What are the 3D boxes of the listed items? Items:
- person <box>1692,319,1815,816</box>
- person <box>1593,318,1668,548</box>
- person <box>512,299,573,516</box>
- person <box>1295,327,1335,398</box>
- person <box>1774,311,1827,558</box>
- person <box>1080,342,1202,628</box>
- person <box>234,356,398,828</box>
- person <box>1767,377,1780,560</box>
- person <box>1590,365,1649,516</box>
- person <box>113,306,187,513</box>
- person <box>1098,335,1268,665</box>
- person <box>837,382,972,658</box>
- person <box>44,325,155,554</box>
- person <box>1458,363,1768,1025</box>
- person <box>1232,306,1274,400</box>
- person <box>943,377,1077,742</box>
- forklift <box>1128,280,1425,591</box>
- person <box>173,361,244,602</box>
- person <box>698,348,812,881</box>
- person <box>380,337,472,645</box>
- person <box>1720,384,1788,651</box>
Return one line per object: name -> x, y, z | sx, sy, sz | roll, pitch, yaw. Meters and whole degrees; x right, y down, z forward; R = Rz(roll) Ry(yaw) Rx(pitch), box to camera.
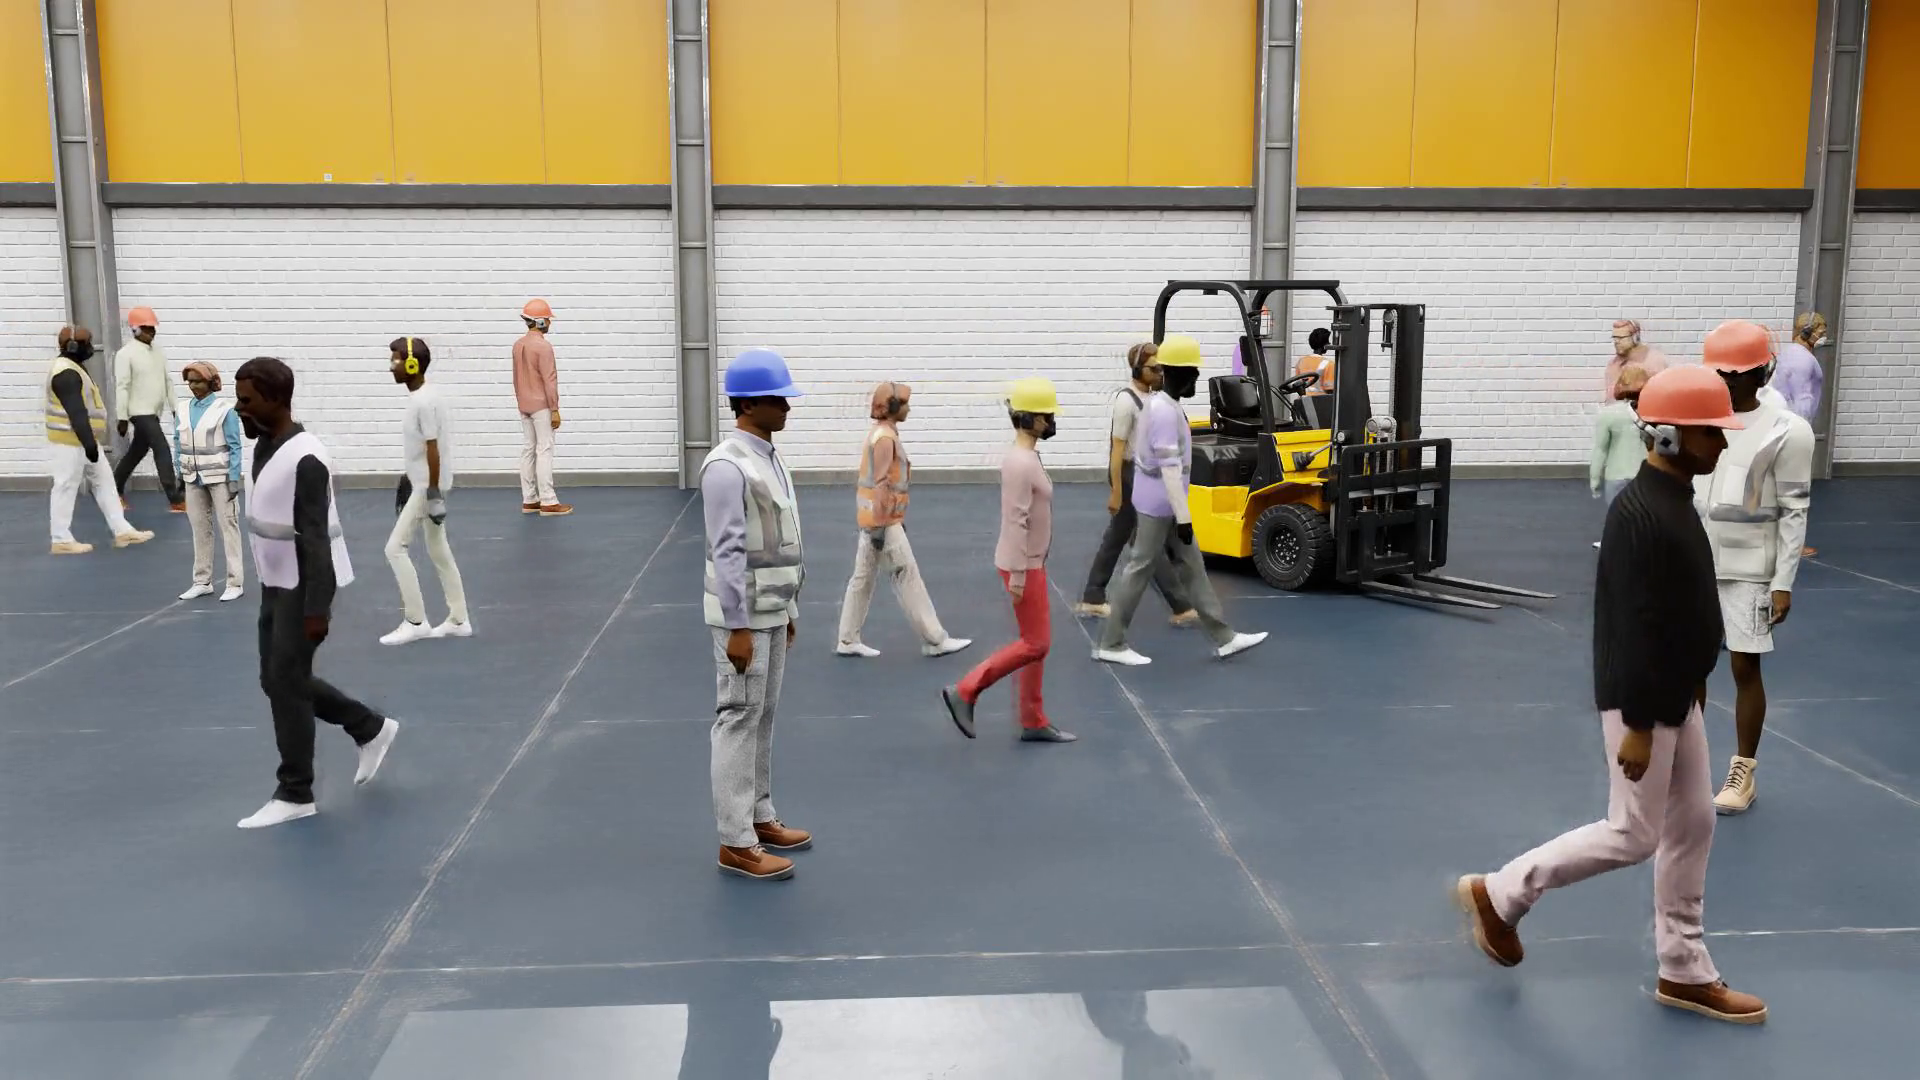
person -> 3.147, 0.114, 6.866 | 0.390, 2.034, 0.605 | -7, 11, -36
person -> 5.521, -0.855, 13.452 | 0.684, 1.875, 0.677 | -3, 9, -17
person -> -3.888, -1.225, 15.386 | 0.611, 1.996, 0.378 | 9, 13, 44
person -> 3.597, -1.300, 16.828 | 0.320, 1.690, 0.524 | -6, 11, -32
person -> 6.603, -0.836, 13.150 | 0.371, 1.934, 0.627 | 2, 9, 14
person -> 1.187, -0.344, 10.491 | 0.960, 1.790, 0.544 | 4, 10, 22
person -> -2.674, 0.196, 6.813 | 0.637, 1.903, 0.599 | -8, 12, -41
person -> 5.713, -0.671, 12.397 | 1.004, 1.829, 0.598 | 1, 9, 9
person -> 4.630, -0.403, 11.486 | 0.503, 1.602, 0.769 | 1, 9, 8
person -> -7.652, -1.215, 15.534 | 1.060, 1.942, 0.603 | 1, 9, 4
person -> 1.243, -0.205, 9.358 | 0.983, 1.874, 0.613 | 2, 9, 12
person -> -0.338, -0.100, 9.552 | 0.830, 1.597, 0.528 | -1, 9, -6
person -> -6.883, -0.792, 13.247 | 0.847, 1.809, 0.660 | -3, 10, -21
person -> 1.997, 0.449, 4.984 | 0.811, 1.968, 0.623 | 6, 11, 32
person -> 2.766, -1.257, 15.791 | 0.376, 1.933, 0.544 | -2, 9, -10
person -> 0.252, 0.116, 7.755 | 0.534, 1.755, 0.528 | 1, 9, 4
forklift -> 2.301, -0.860, 12.475 | 1.214, 2.155, 2.313 | -6, 11, -35
person -> -5.115, -0.399, 11.330 | 0.511, 1.637, 0.307 | 2, 9, 14
person -> -0.758, 0.264, 6.186 | 0.389, 1.949, 0.604 | 1, 9, 9
person -> -3.294, -0.292, 10.020 | 0.677, 1.848, 0.533 | -2, 9, -12
person -> 4.488, -0.276, 9.689 | 0.669, 1.913, 0.562 | -4, 10, -23
